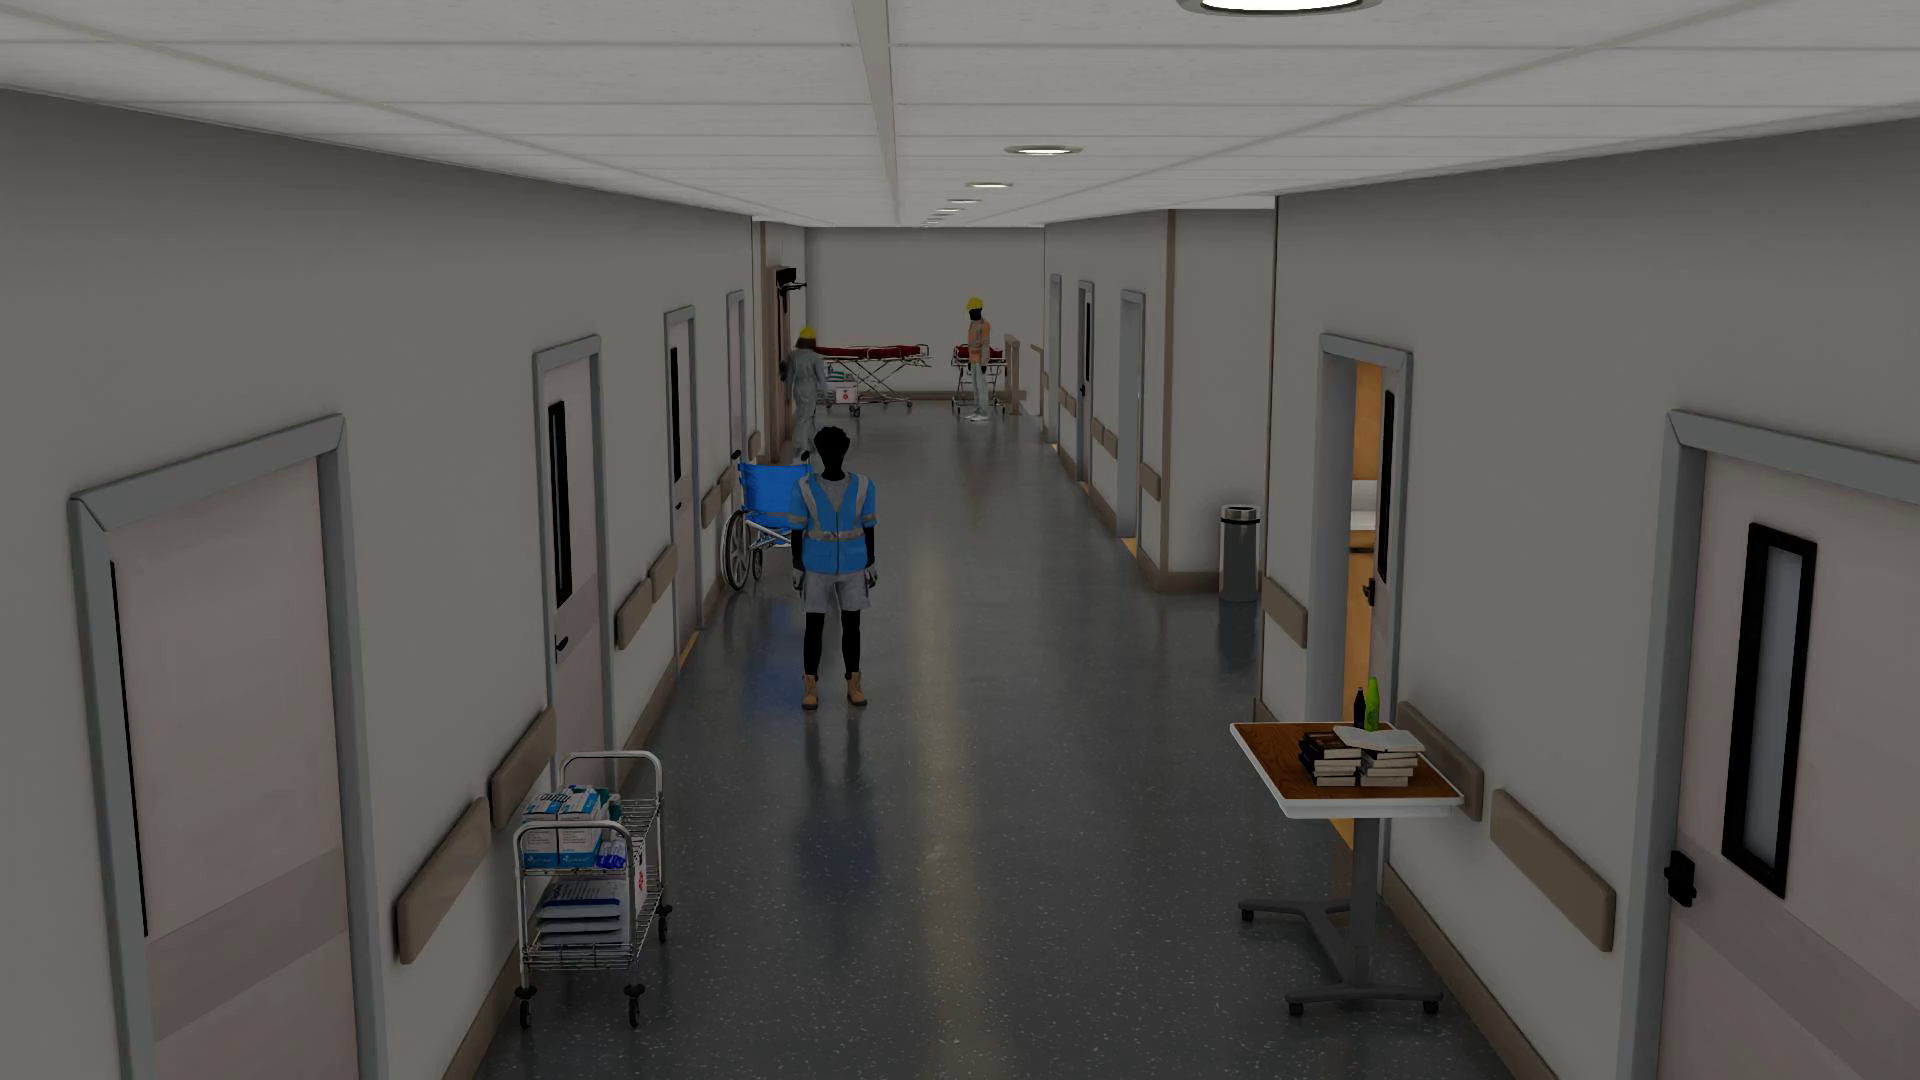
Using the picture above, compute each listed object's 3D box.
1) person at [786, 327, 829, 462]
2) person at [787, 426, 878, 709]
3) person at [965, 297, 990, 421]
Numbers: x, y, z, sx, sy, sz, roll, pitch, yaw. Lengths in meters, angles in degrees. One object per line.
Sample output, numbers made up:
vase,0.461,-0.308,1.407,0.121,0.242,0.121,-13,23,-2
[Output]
person,-1.919,-1.854,21.139,0.508,1.687,0.912,5,11,26
person,-0.751,0.164,9.904,0.542,1.695,0.316,-2,10,-13
person,0.267,-2.804,25.829,0.397,1.918,0.586,-4,11,-21
